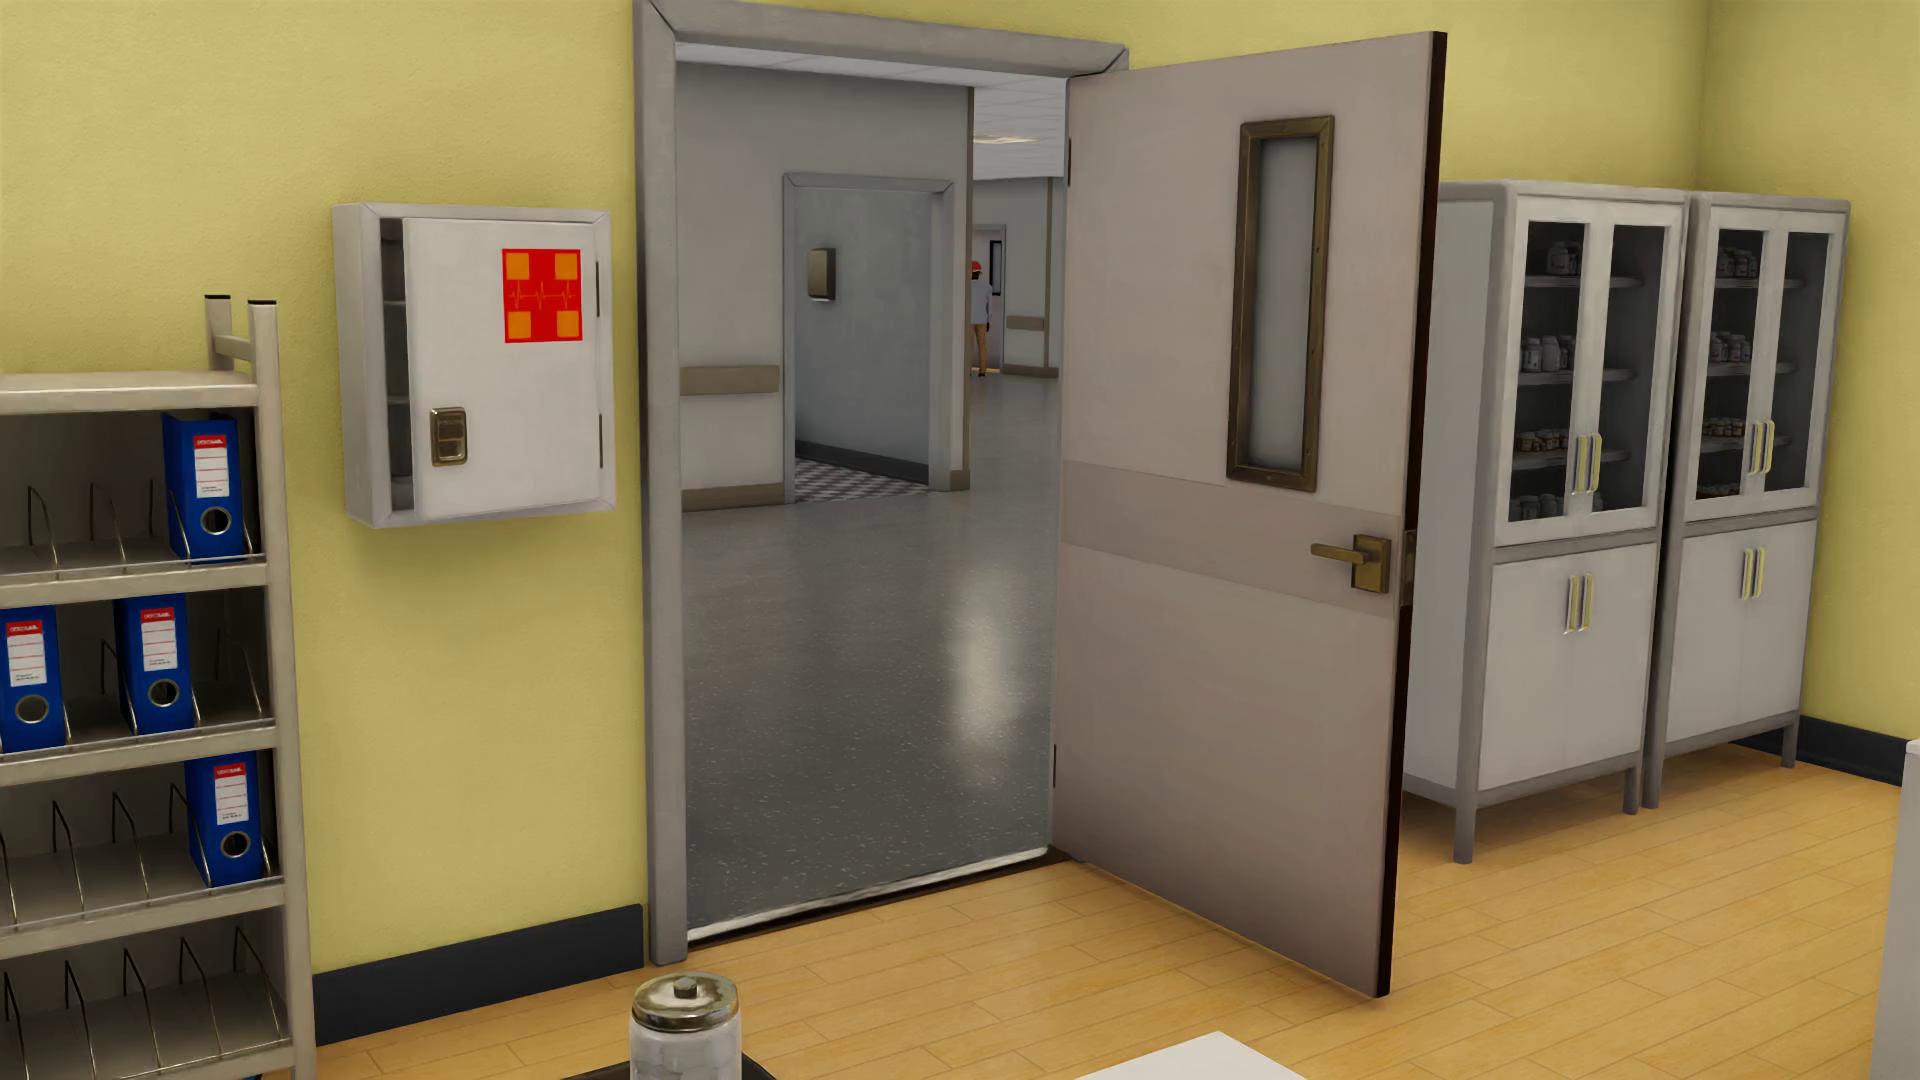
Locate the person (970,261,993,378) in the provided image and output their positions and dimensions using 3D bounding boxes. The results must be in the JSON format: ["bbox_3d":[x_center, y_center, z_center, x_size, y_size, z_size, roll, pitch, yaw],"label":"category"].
[{"bbox_3d":[0.211,-3.313,25.020,0.566,1.755,0.321,-4,10,-24],"label":"person"}]
